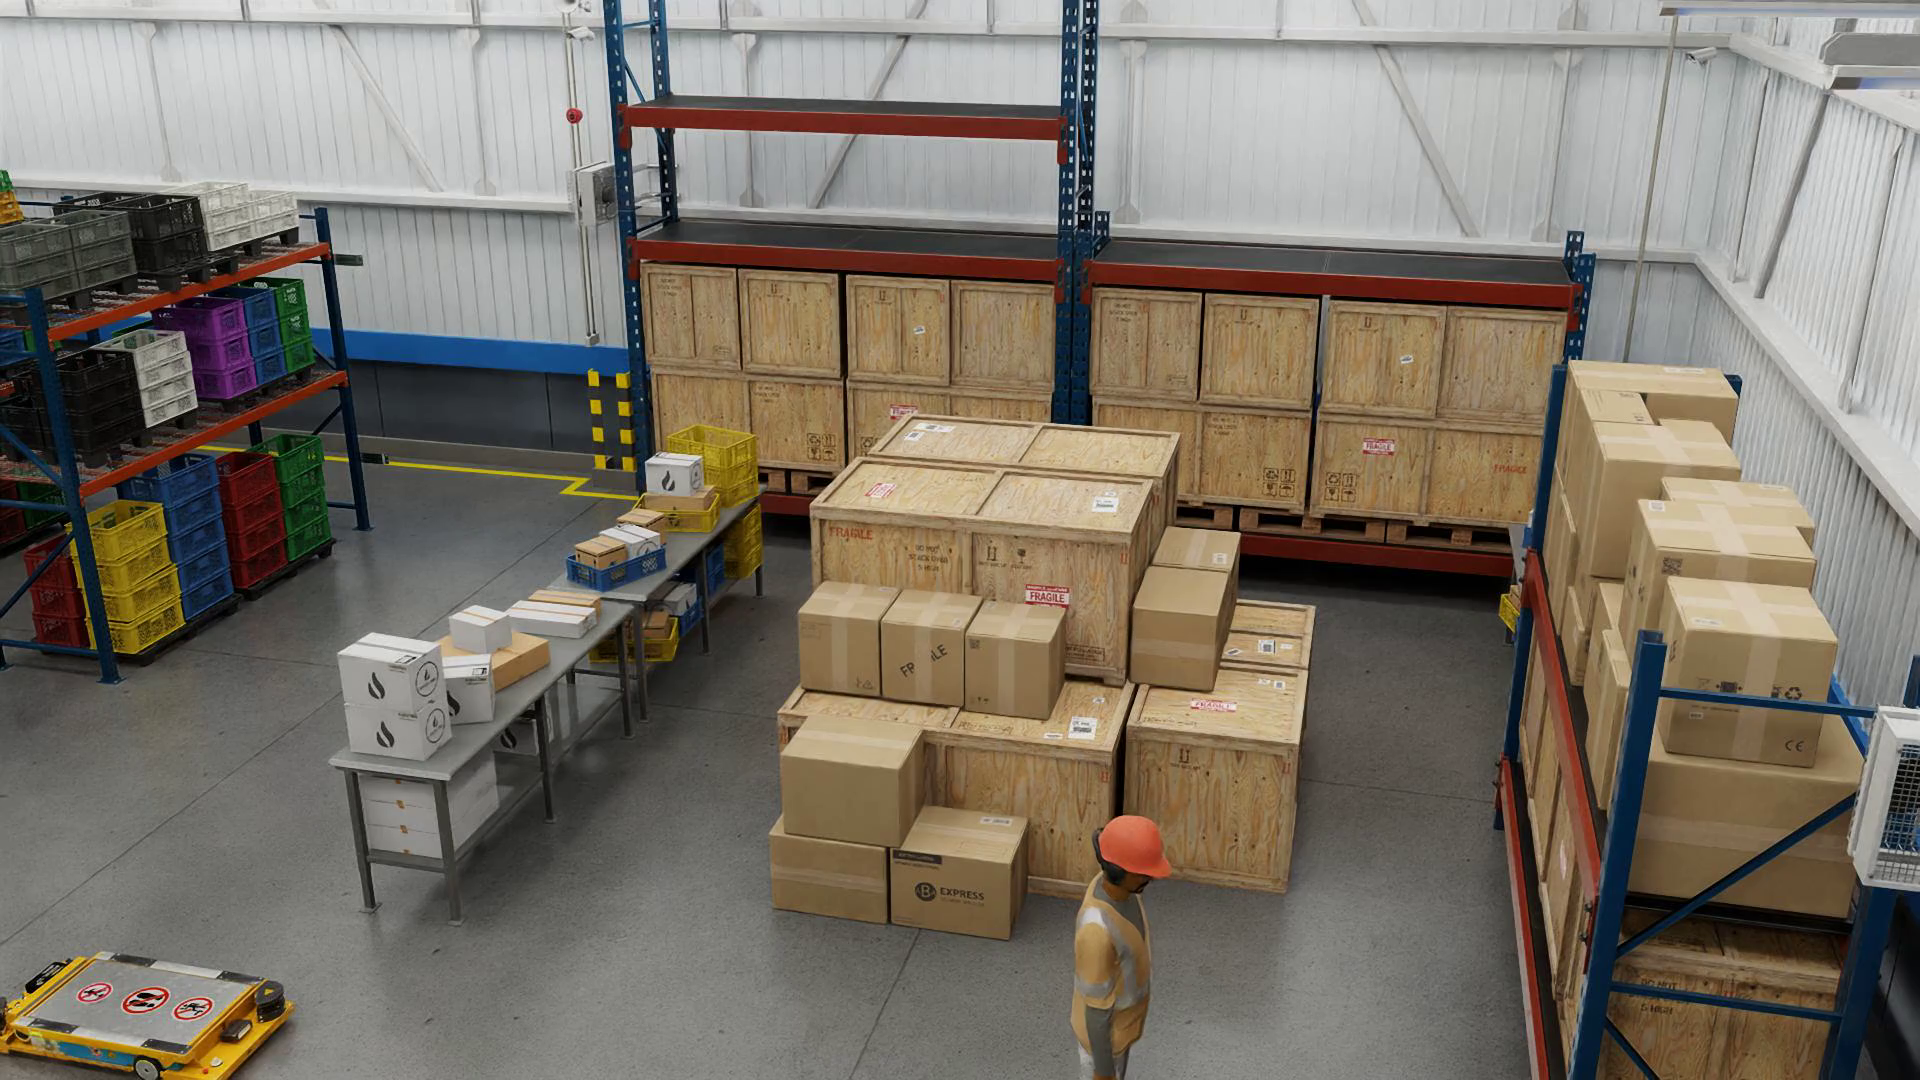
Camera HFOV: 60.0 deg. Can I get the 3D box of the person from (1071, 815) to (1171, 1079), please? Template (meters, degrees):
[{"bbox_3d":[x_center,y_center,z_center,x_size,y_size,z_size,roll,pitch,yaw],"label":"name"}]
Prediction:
[{"bbox_3d":[0.674,2.081,7.135,0.384,2.034,0.604,5,22,13],"label":"person"}]

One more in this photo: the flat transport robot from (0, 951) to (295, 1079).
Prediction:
[{"bbox_3d":[-4.270,2.464,8.601,1.431,0.231,0.659,5,22,13],"label":"flat transport robot"}]
